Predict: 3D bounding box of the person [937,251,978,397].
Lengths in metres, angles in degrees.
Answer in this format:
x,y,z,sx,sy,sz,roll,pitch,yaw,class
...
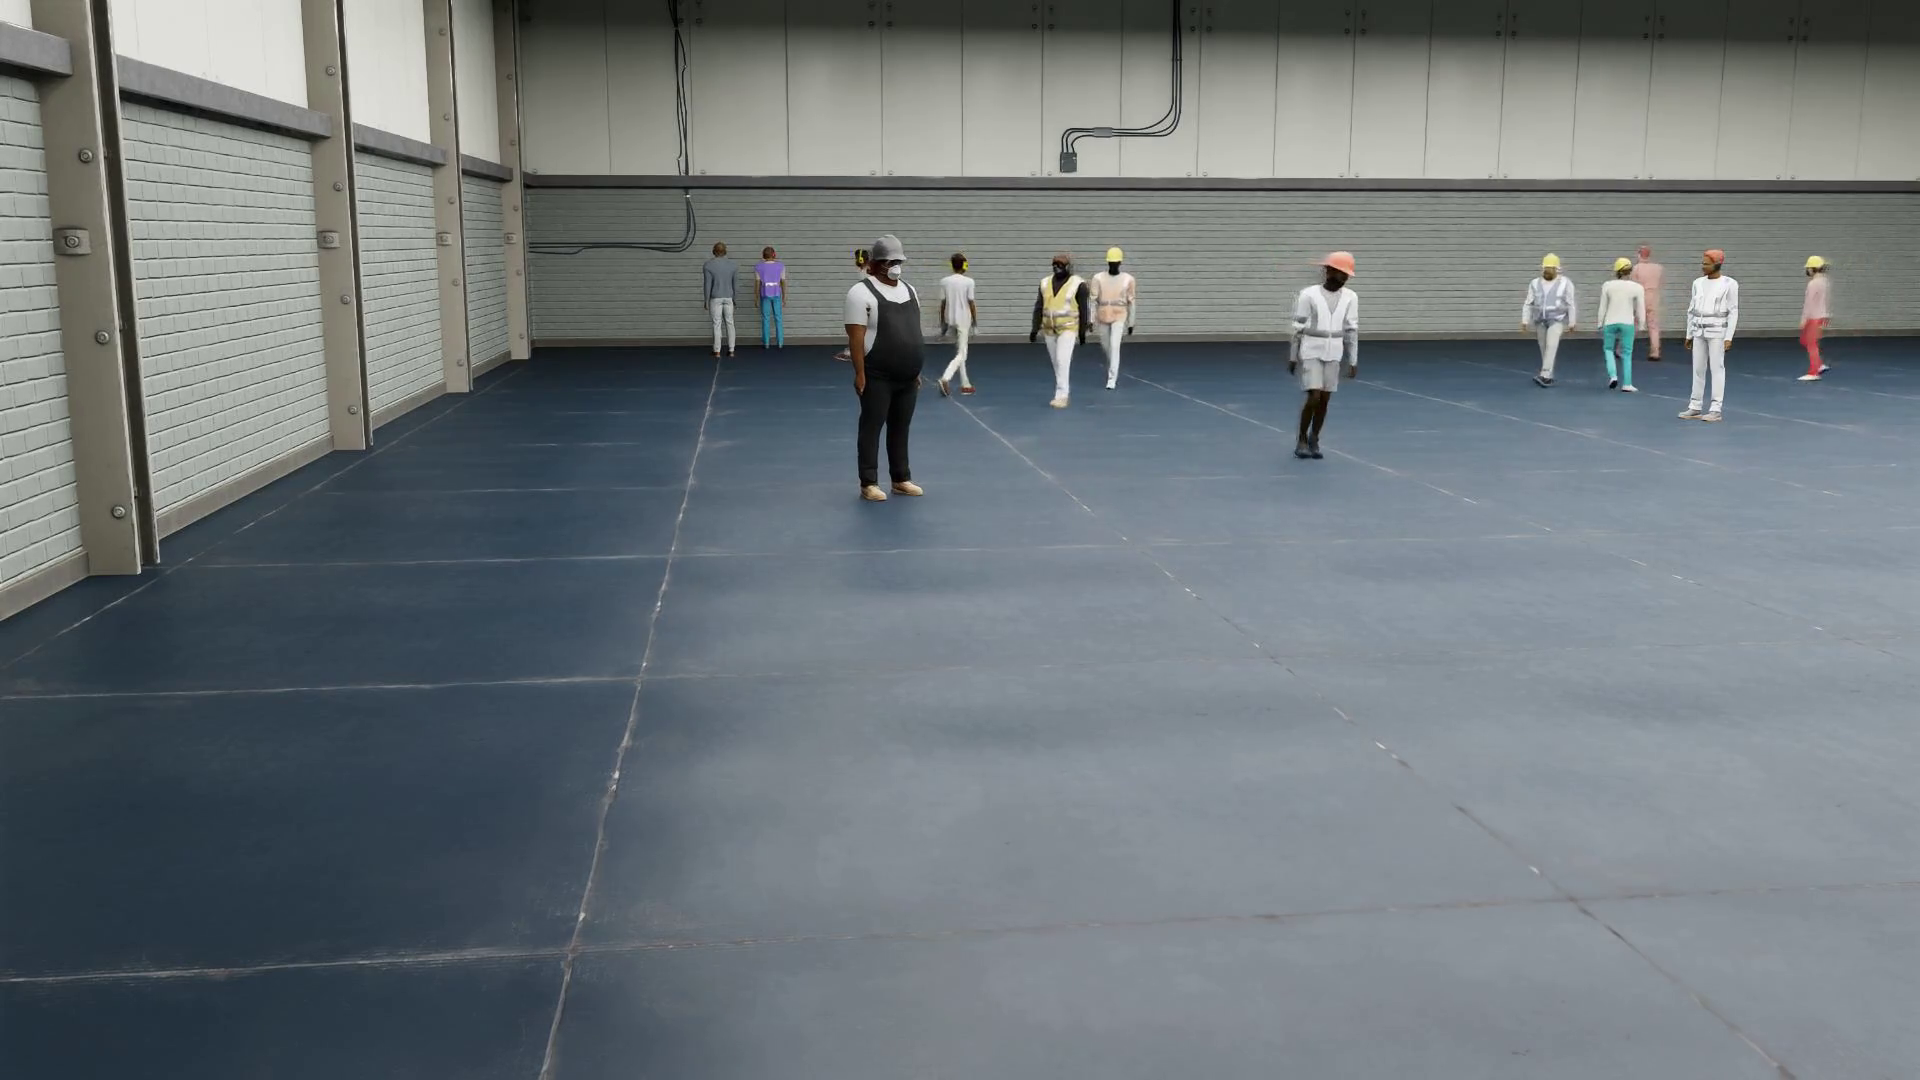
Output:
x,y,z,sx,sy,sz,roll,pitch,yaw,class
-0.035,-2.748,21.172,0.521,1.842,0.866,8,13,37,person

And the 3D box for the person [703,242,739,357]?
x,y,z,sx,sy,sz,roll,pitch,yaw,class
-4.039,-4.058,28.098,0.630,1.940,0.370,-6,12,-30,person

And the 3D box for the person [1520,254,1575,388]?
x,y,z,sx,sy,sz,roll,pitch,yaw,class
7.888,-2.938,22.373,0.624,1.776,0.938,9,14,40,person

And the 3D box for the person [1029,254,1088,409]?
x,y,z,sx,sy,sz,roll,pitch,yaw,class
1.125,-2.463,19.715,0.633,1.811,0.837,7,12,34,person

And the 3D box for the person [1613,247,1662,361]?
x,y,z,sx,sy,sz,roll,pitch,yaw,class
11.170,-3.869,27.303,0.659,1.855,1.017,-3,11,-15,person

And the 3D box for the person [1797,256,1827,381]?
x,y,z,sx,sy,sz,roll,pitch,yaw,class
11.991,-3.110,23.405,0.377,1.755,0.524,8,13,38,person

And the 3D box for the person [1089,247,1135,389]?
x,y,z,sx,sy,sz,roll,pitch,yaw,class
2.074,-3.005,22.462,0.588,1.894,0.885,4,11,21,person

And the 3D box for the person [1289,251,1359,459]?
x,y,z,sx,sy,sz,roll,pitch,yaw,class
3.306,-1.663,15.088,0.559,1.890,0.601,-2,11,-11,person

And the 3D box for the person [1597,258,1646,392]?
x,y,z,sx,sy,sz,roll,pitch,yaw,class
8.677,-2.816,21.801,0.607,1.749,0.352,5,12,27,person

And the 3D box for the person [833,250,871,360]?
x,y,z,sx,sy,sz,roll,pitch,yaw,class
-1.543,-3.825,27.173,0.997,1.816,0.534,4,11,20,person

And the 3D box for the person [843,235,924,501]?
x,y,z,sx,sy,sz,roll,pitch,yaw,class
-0.527,-1.328,12.854,0.688,2.000,0.539,-10,14,-43,person

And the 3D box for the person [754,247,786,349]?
x,y,z,sx,sy,sz,roll,pitch,yaw,class
-3.426,-4.368,30.073,0.563,1.838,0.389,-3,11,-14,person

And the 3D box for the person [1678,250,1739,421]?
x,y,z,sx,sy,sz,roll,pitch,yaw,class
8.271,-2.253,18.355,0.337,1.881,0.585,-5,12,-27,person
